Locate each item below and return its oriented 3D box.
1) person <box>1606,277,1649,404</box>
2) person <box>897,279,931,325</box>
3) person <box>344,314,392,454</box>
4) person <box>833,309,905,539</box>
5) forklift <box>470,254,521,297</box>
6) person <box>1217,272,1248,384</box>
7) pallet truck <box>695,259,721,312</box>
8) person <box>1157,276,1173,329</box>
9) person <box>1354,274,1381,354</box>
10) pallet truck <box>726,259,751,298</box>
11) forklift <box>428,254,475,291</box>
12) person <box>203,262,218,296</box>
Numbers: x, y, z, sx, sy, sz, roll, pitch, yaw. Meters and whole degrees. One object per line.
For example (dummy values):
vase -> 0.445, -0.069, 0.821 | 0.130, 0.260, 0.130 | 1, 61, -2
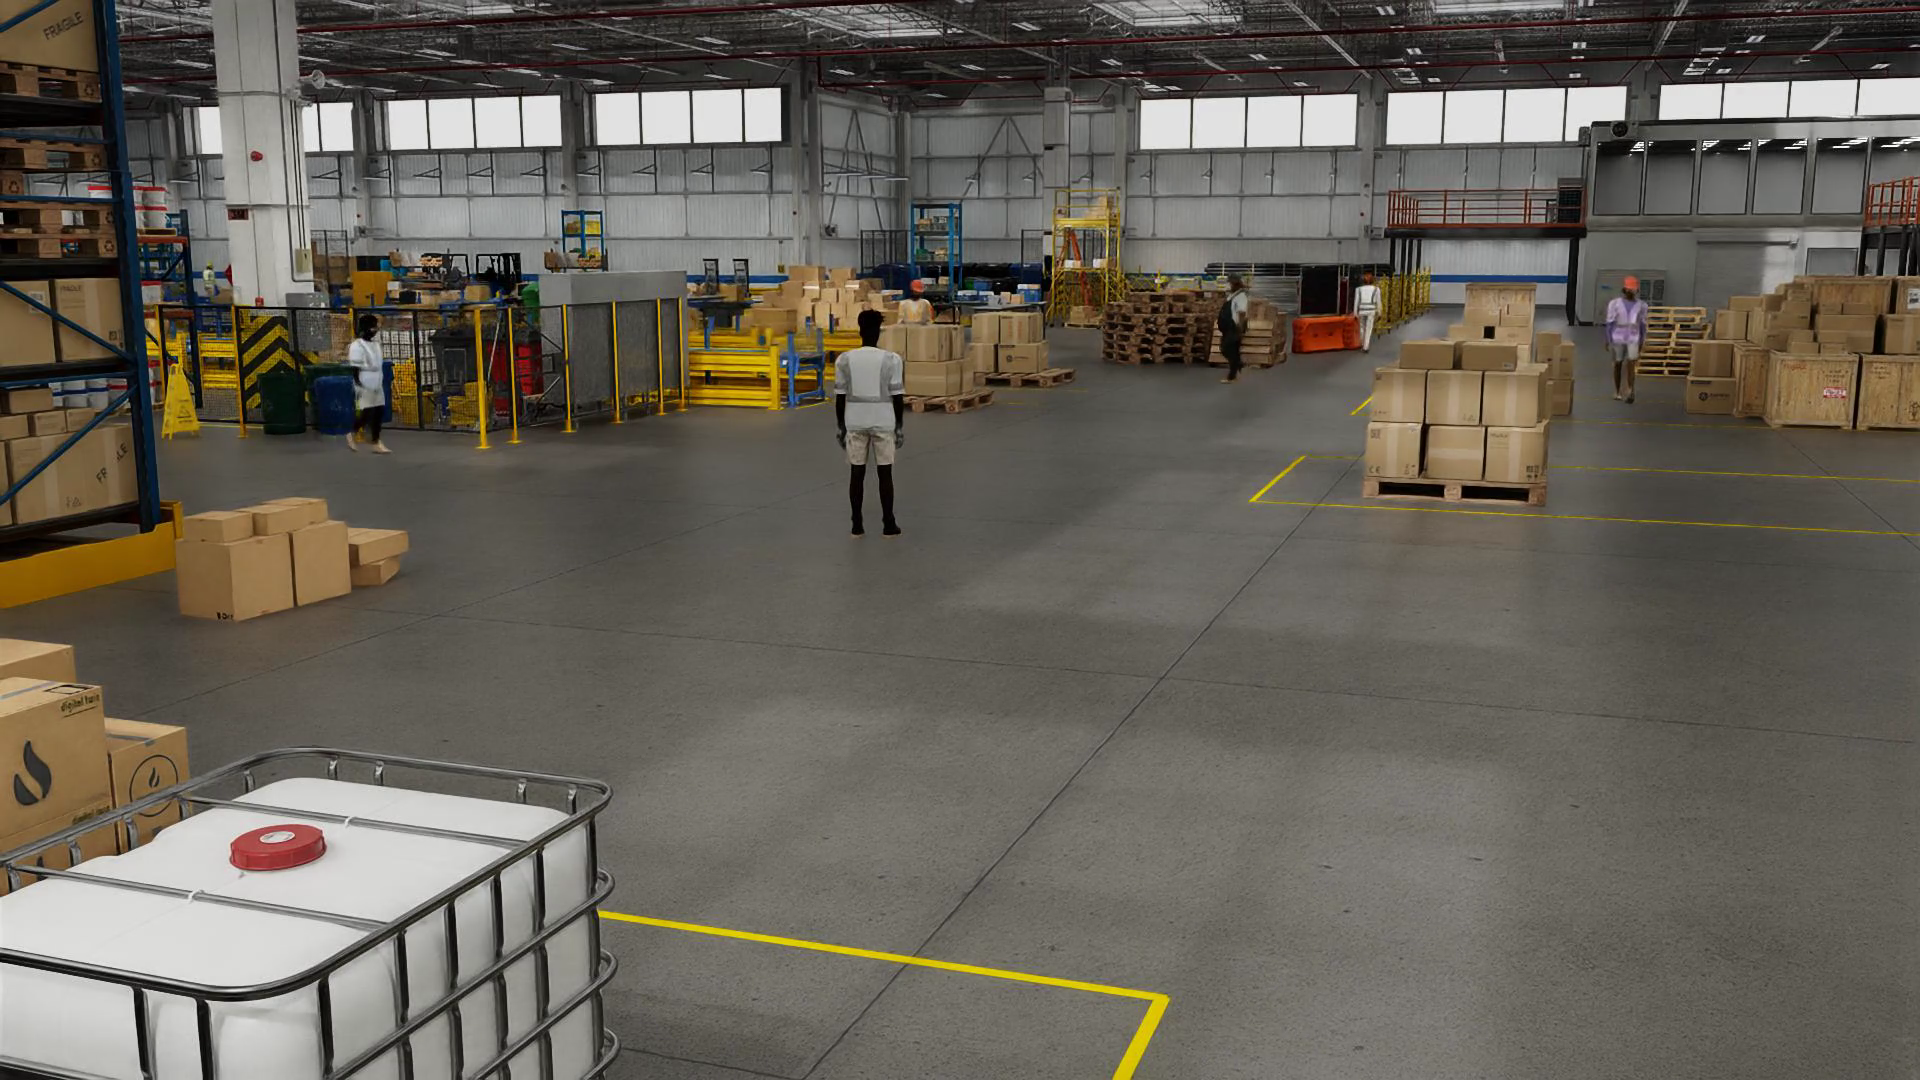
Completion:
person -> 10.597, -3.171, 26.459 | 0.612, 1.988, 1.070 | 3, 11, 19
person -> -0.795, -3.470, 28.328 | 0.608, 1.919, 0.436 | 0, 10, 1
person -> -7.079, -1.849, 19.843 | 0.416, 1.683, 0.544 | 3, 10, 16
person -> -0.765, -0.981, 14.168 | 0.608, 1.966, 0.374 | 2, 10, 10
forklift -> -17.990, -10.121, 64.684 | 1.157, 1.987, 2.680 | 3, 11, 17
person -> 4.893, -3.813, 29.911 | 0.536, 2.000, 0.701 | -1, 10, -8
pallet truck -> -9.165, -9.627, 62.776 | 0.823, 1.965, 1.885 | 4, 11, 23
person -> 5.195, -5.805, 42.039 | 0.892, 1.730, 0.527 | -7, 12, -36
person -> 9.394, -5.205, 38.371 | 0.581, 1.835, 1.003 | 5, 11, 25
pallet truck -> -7.986, -9.493, 62.019 | 0.823, 1.965, 1.885 | 3, 11, 17
forklift -> -20.133, -10.254, 65.465 | 1.157, 1.987, 2.680 | 3, 11, 19
person -> -29.383, -9.965, 65.192 | 0.615, 1.825, 0.411 | 6, 12, 30
